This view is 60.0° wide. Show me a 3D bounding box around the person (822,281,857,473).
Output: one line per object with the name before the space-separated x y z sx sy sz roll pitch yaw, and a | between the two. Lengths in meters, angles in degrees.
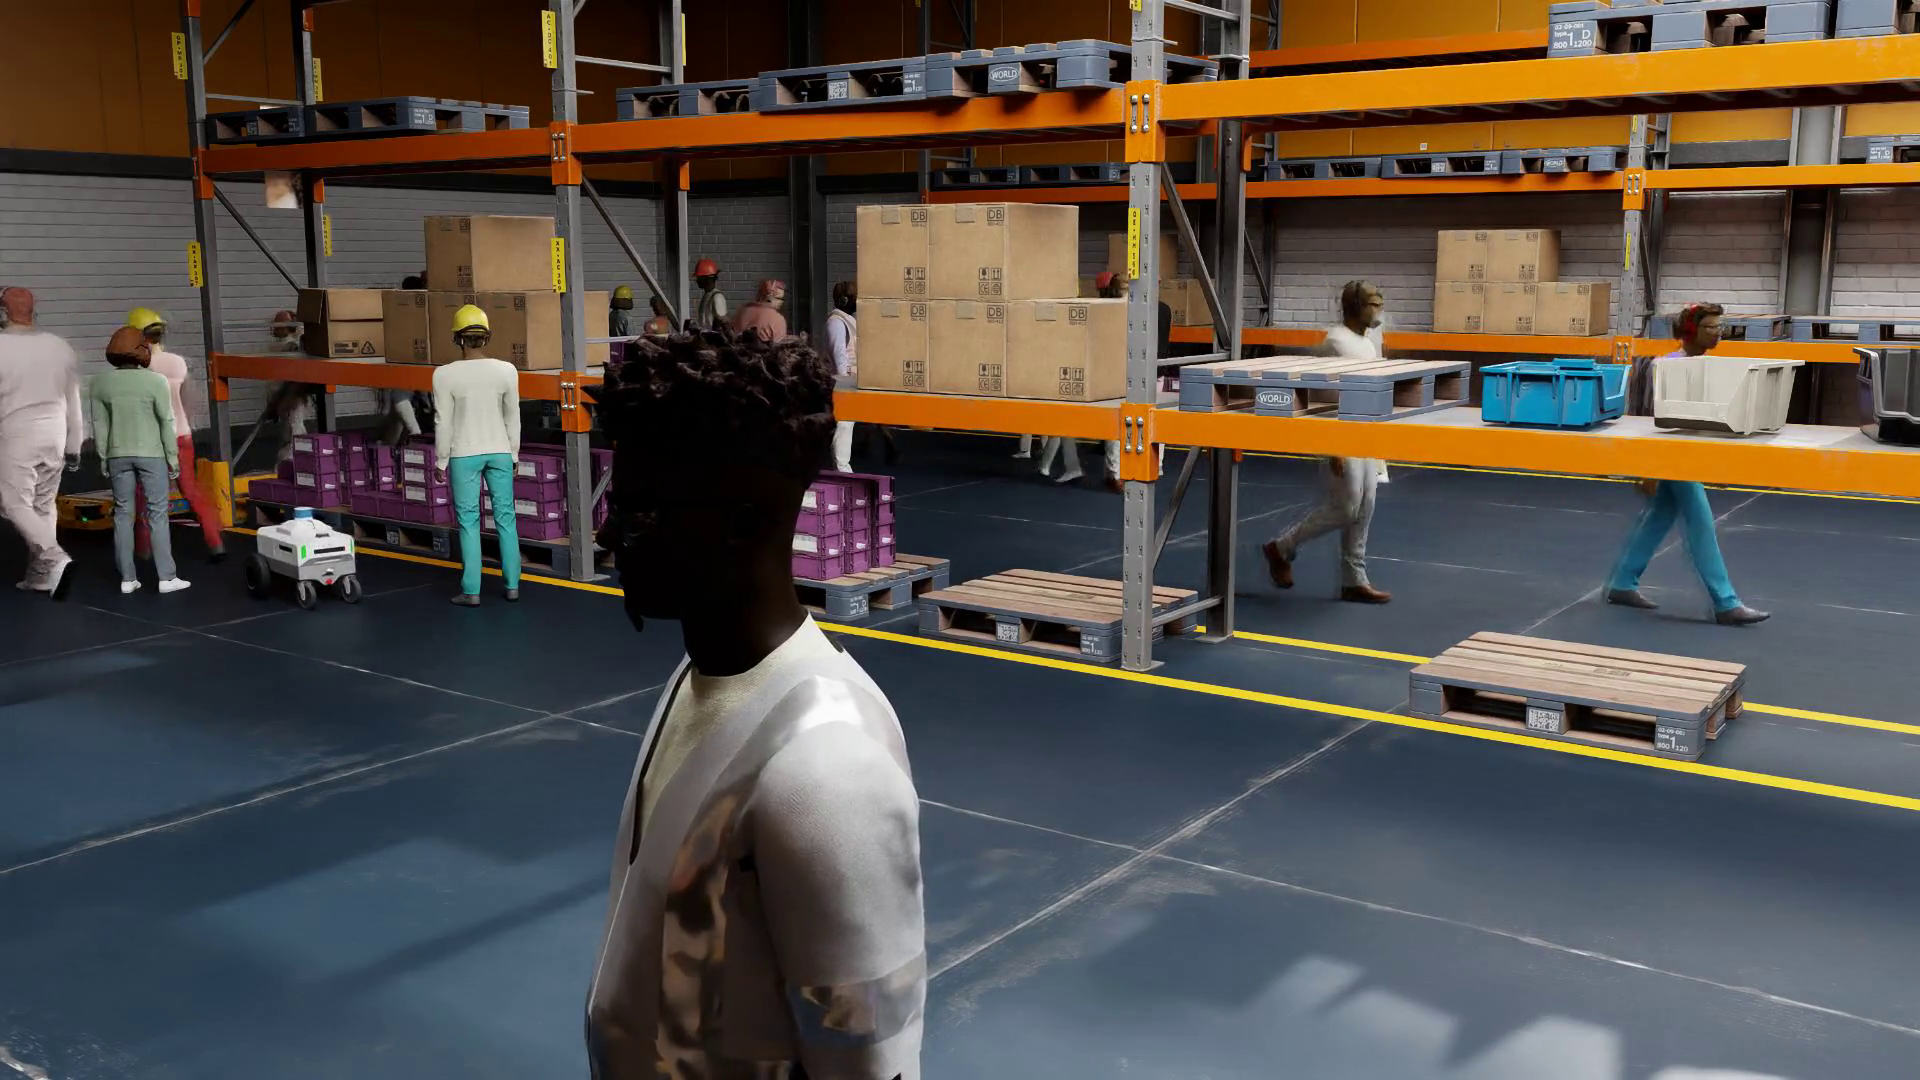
person | -1.000 -1.368 14.779 0.429 1.845 0.621 0 10 3

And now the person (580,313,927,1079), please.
person | -0.234 0.735 1.885 0.367 1.965 0.607 -4 10 -21

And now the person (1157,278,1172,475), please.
person | 1.728 -1.575 15.550 0.376 1.997 0.612 8 13 41

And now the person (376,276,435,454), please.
person | -5.798 -1.847 17.553 0.591 1.877 1.005 9 13 42

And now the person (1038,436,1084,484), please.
person | 0.922 -1.462 15.312 0.712 1.859 0.973 -5 11 -29

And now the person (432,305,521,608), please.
person | -2.827 -0.486 9.750 0.524 1.769 0.314 -7 12 -37

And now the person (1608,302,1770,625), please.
person | 4.141 -0.444 9.414 0.587 1.791 0.961 -9 13 -43

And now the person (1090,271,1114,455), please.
person | 1.558 -1.815 17.212 0.550 1.916 0.492 -7 12 -37

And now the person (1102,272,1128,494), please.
person | 1.435 -1.351 14.429 0.655 1.921 0.668 -6 11 -34

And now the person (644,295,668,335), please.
person | -3.461 -2.049 19.457 0.535 1.622 0.525 -9 13 -43

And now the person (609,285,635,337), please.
person | -3.888 -2.073 19.271 0.494 1.741 0.313 9 13 43

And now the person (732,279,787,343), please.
person | -1.735 -1.380 14.822 0.724 1.866 0.623 6 11 33

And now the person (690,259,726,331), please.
person | -2.895 -2.205 19.190 0.423 2.034 0.612 -4 10 -24

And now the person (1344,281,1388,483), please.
person | 3.657 -1.445 15.265 0.746 1.831 0.513 8 13 41

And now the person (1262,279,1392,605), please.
person | 2.206 -0.572 9.811 0.667 1.918 0.639 6 11 31

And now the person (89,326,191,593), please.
person | -5.001 -0.482 10.128 0.498 1.631 0.280 0 10 -1

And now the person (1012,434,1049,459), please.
person | 0.739 -1.640 16.996 0.517 1.641 0.308 -6 11 -33

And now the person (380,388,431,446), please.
person | -4.792 -1.192 14.487 0.862 1.580 0.568 0 10 -2

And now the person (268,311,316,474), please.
person | -5.496 -1.092 13.824 0.682 1.607 0.530 -9 13 -41

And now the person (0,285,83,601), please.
person | -5.533 -0.571 9.931 0.758 1.889 0.654 5 11 27

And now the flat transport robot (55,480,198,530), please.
flat transport robot | -6.399 -0.286 13.001 0.652 0.197 1.431 5 11 26

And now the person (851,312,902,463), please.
person | -0.839 -1.726 16.737 0.551 1.907 0.930 -7 12 -37

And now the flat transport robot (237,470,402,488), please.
flat transport robot | -5.497 -0.457 14.021 1.431 0.197 0.652 0 10 -2

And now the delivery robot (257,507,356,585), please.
delivery robot | -3.896 0.047 9.900 0.477 0.478 0.707 -9 13 -43

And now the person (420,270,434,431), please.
person | -6.306 -2.258 19.872 0.407 1.913 0.639 -2 10 -13

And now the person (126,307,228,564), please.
person | -5.263 -0.676 11.022 0.858 1.723 0.541 4 10 23
